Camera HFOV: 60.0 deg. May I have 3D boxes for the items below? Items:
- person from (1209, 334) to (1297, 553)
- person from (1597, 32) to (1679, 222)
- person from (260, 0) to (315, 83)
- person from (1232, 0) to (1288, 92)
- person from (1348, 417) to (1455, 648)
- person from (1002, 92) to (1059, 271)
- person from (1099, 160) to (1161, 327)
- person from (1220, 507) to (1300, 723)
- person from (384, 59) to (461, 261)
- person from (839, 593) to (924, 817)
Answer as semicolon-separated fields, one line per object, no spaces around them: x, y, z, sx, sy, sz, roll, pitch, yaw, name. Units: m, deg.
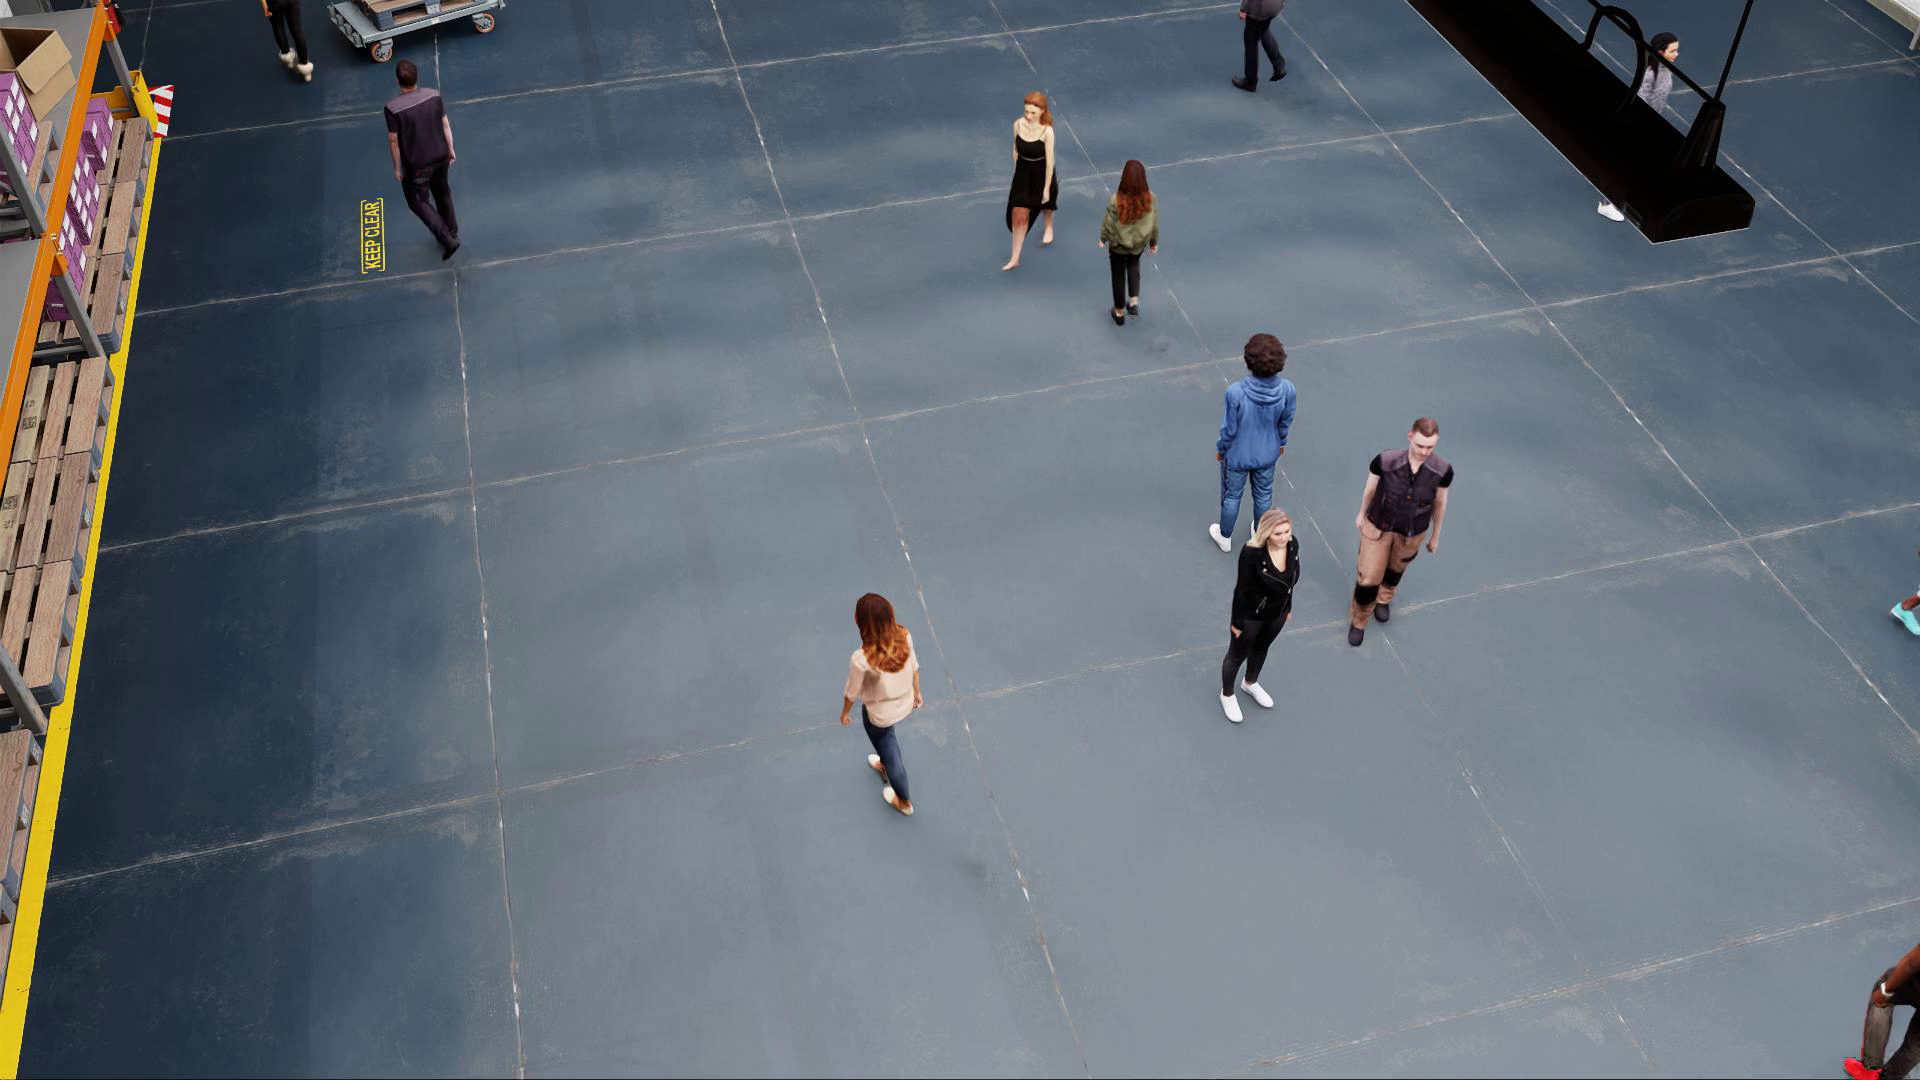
2.024;-0.654;11.545;0.711;1.807;0.606;-4;44;-4;person
6.048;-3.707;14.803;0.728;1.732;0.689;26;49;24;person
-6.763;-5.374;16.620;0.688;1.640;0.864;-18;47;-18;person
3.046;-5.257;16.365;0.913;1.823;0.962;-35;53;-31;person
2.893;-0.164;11.024;0.869;1.816;0.956;7;44;7;person
0.684;-3.157;14.345;1.047;1.569;1.156;17;46;17;person
1.399;-2.383;13.608;0.606;1.464;0.522;-12;45;-12;person
1.884;0.444;10.480;0.650;1.686;0.602;-20;47;-19;person
-4.526;-3.191;14.189;0.950;1.832;1.035;-32;52;-29;person
-0.374;1.040;9.792;0.793;1.772;0.873;-30;51;-28;person
